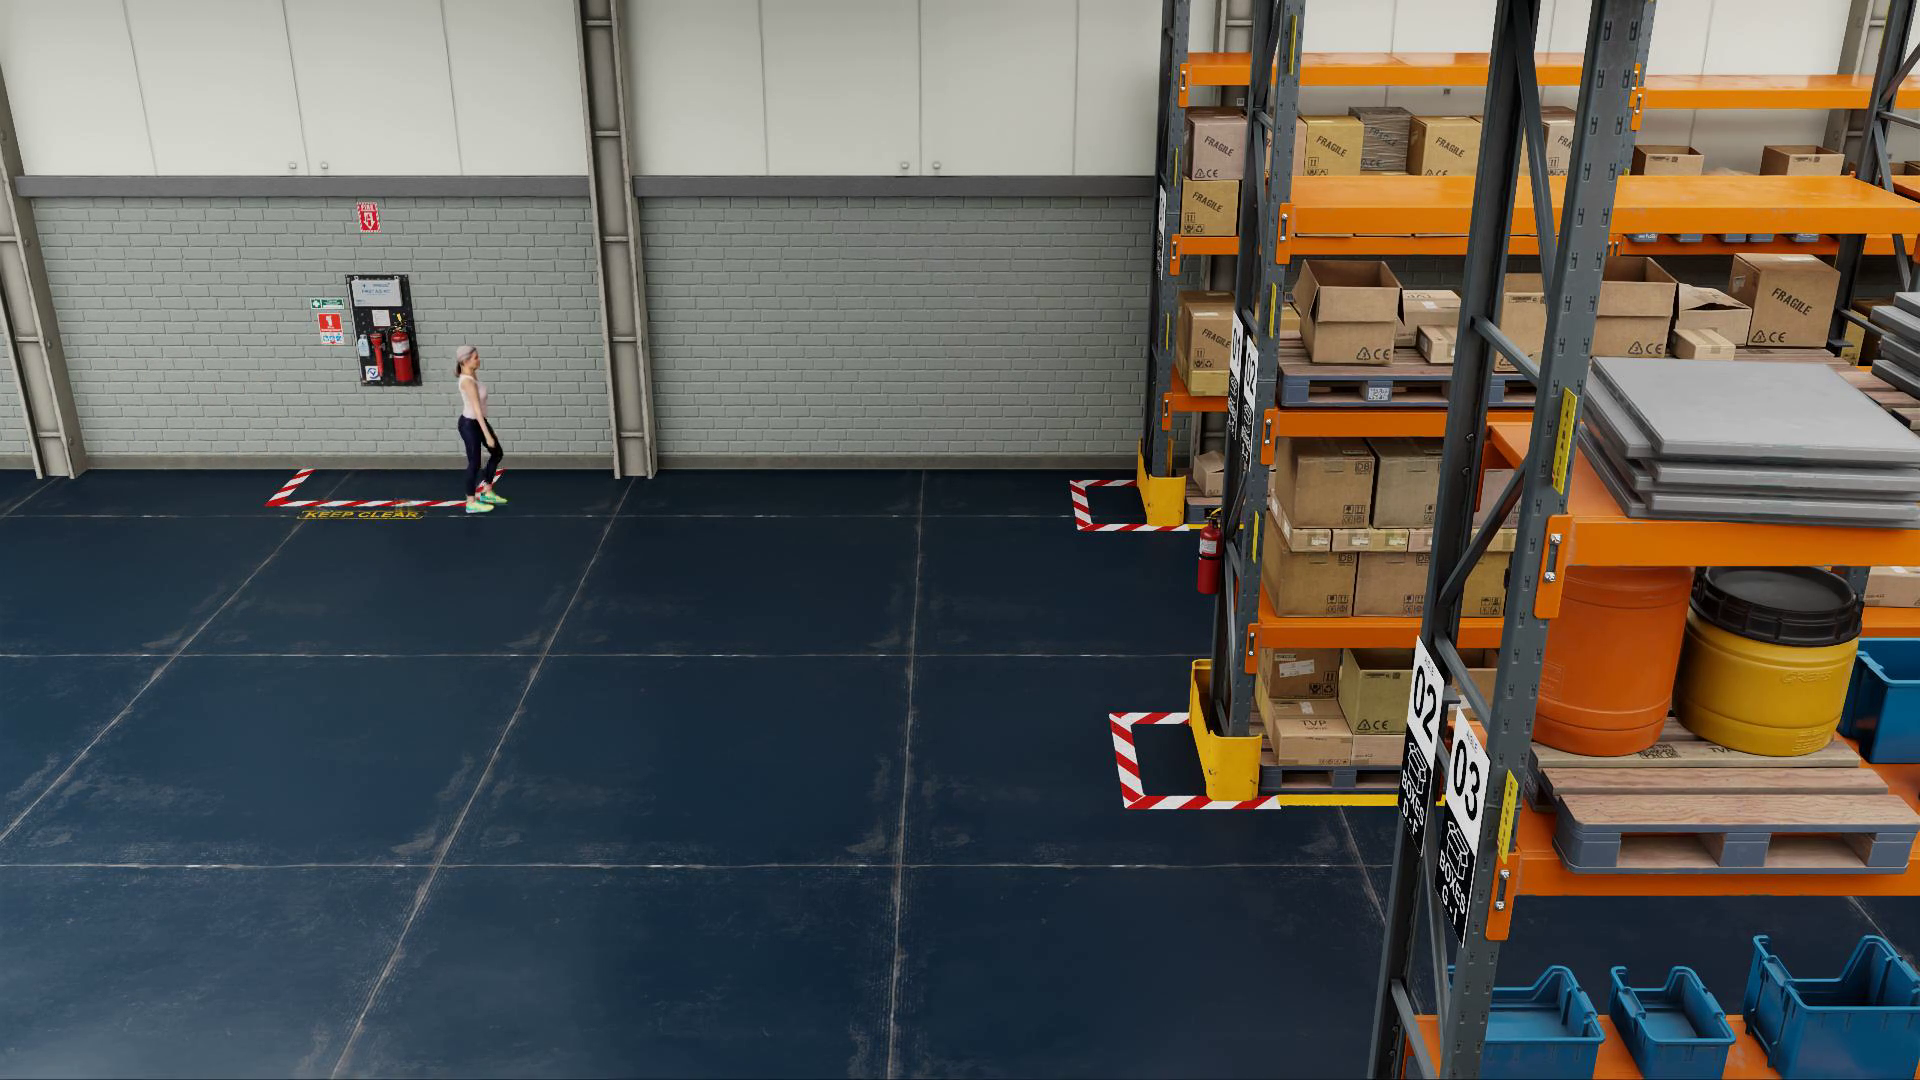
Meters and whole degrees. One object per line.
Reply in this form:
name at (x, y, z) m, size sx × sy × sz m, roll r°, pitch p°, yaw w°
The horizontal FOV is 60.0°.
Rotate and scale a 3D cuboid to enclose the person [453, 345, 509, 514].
person at (-4.770, -1.049, 16.056) m, size 0.663 × 1.687 × 0.639 m, roll -3°, pitch 23°, yaw -7°
